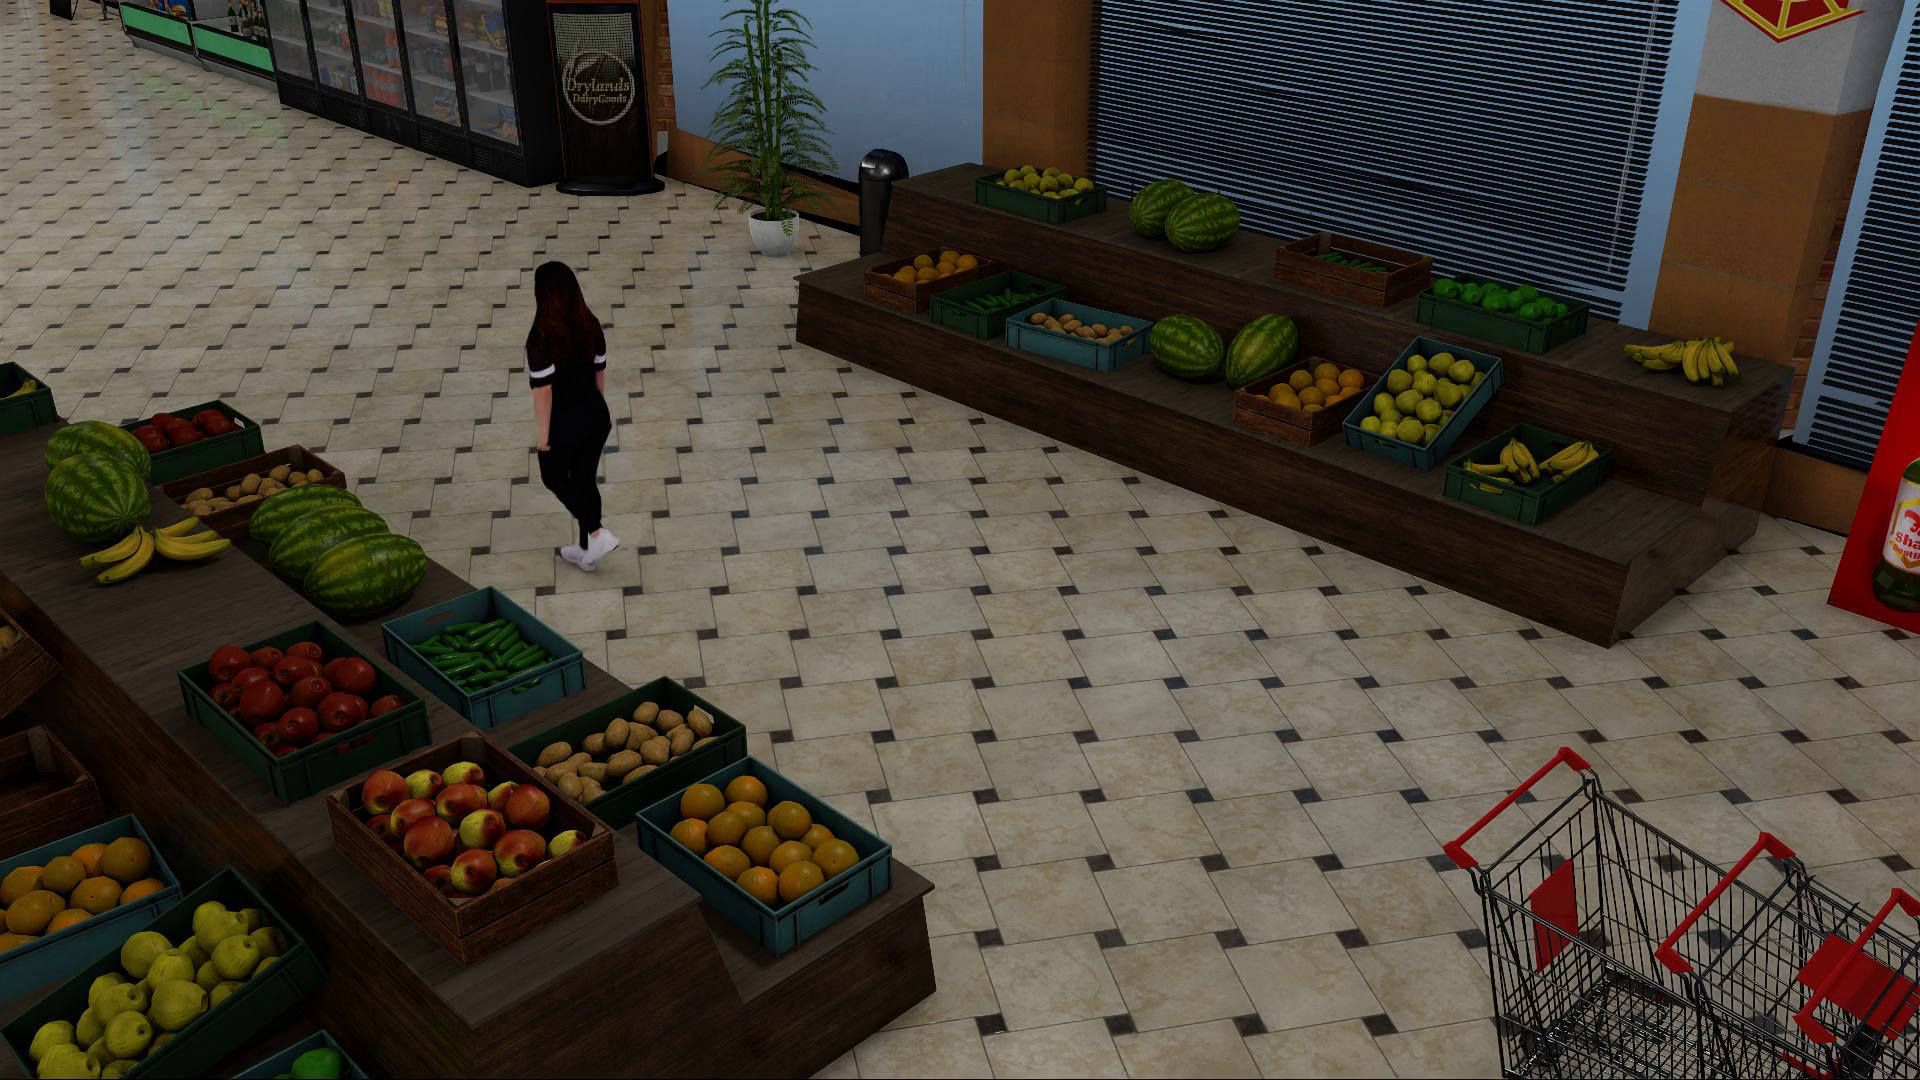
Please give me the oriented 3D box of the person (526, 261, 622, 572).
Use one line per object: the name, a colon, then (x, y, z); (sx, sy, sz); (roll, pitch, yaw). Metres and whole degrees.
person: (-1.878, -0.570, 8.263); (0.686, 1.631, 0.631); (20, 33, 34)
